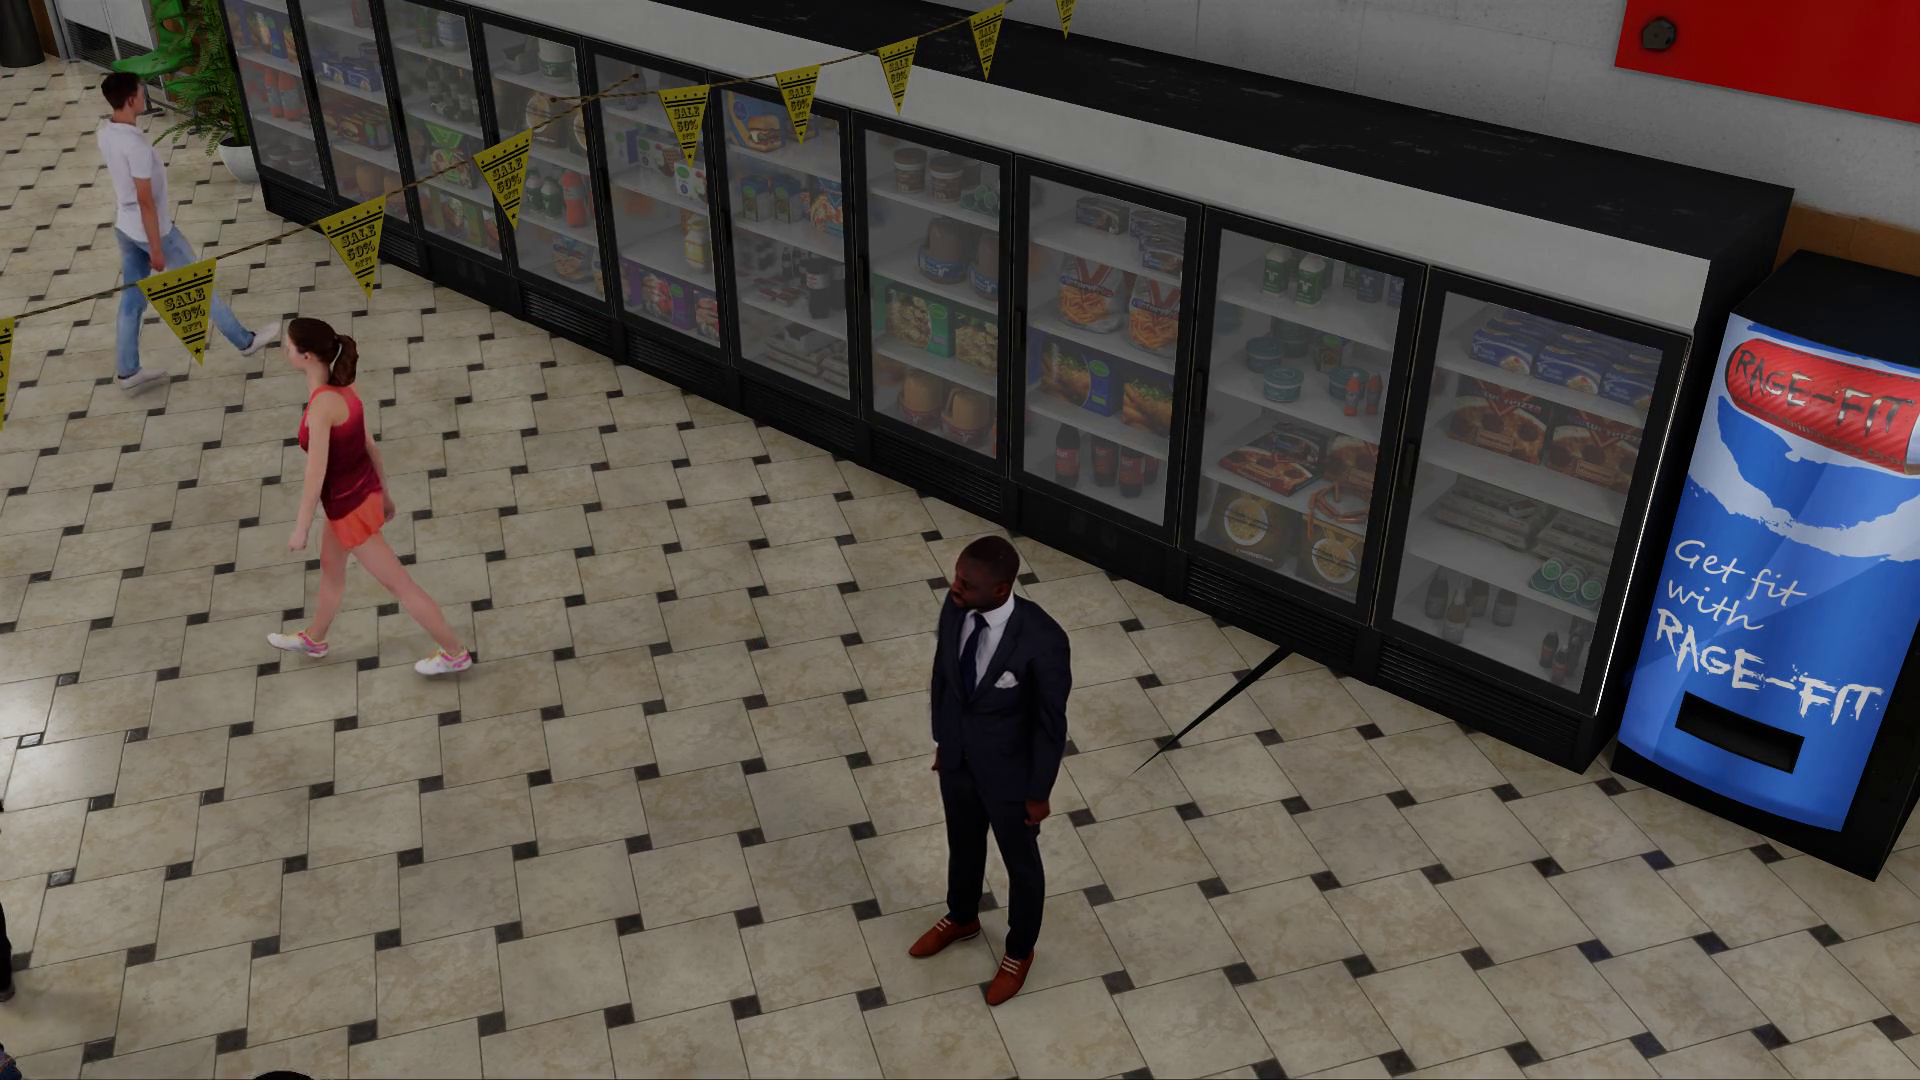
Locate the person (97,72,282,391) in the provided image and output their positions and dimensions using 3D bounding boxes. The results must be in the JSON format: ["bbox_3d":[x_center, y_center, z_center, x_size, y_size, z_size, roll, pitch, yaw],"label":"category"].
[{"bbox_3d":[-4.753,-1.709,9.565,0.677,1.795,1.174,23,39,33],"label":"person"}]

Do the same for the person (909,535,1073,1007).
[{"bbox_3d":[0.107,0.746,5.591,0.678,1.824,0.590,25,40,35],"label":"person"}]

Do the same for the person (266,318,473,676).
[{"bbox_3d":[-2.494,-0.107,7.080,1.132,1.700,1.106,-1,32,-2],"label":"person"}]
